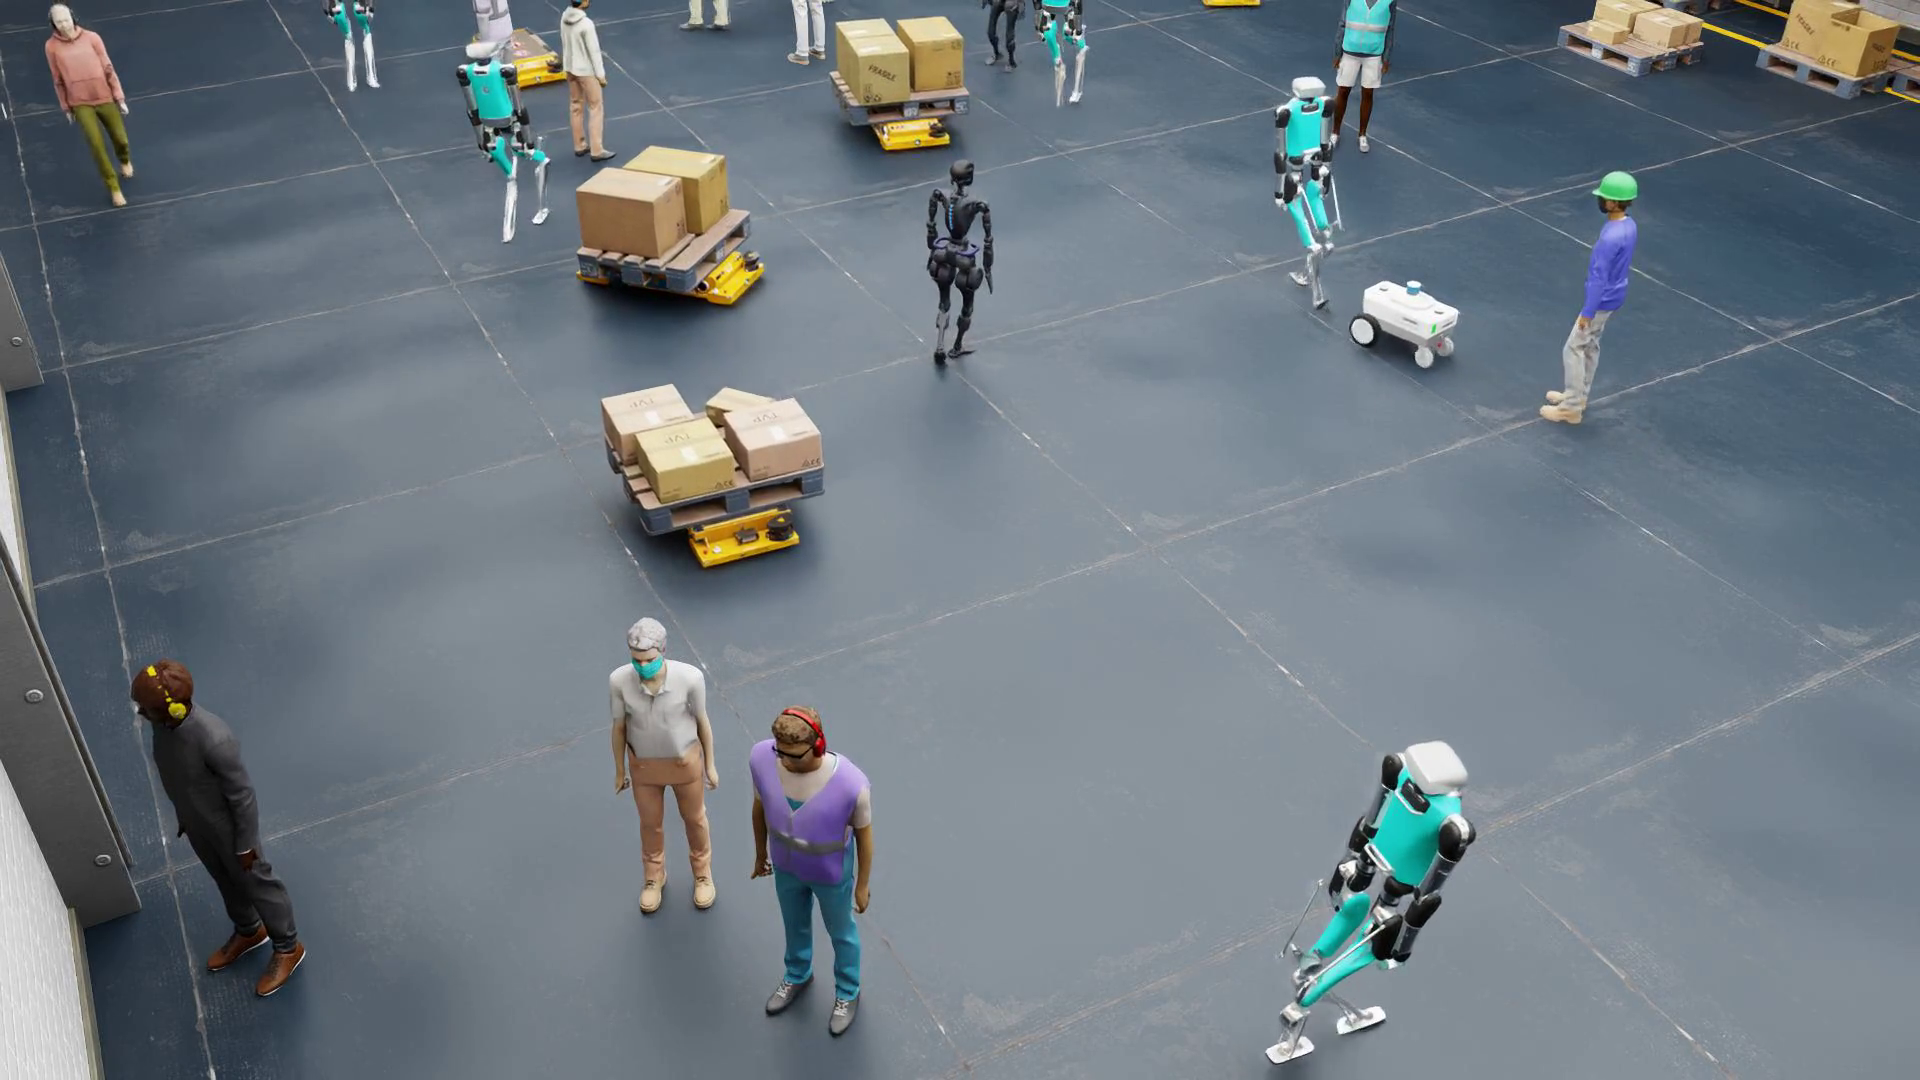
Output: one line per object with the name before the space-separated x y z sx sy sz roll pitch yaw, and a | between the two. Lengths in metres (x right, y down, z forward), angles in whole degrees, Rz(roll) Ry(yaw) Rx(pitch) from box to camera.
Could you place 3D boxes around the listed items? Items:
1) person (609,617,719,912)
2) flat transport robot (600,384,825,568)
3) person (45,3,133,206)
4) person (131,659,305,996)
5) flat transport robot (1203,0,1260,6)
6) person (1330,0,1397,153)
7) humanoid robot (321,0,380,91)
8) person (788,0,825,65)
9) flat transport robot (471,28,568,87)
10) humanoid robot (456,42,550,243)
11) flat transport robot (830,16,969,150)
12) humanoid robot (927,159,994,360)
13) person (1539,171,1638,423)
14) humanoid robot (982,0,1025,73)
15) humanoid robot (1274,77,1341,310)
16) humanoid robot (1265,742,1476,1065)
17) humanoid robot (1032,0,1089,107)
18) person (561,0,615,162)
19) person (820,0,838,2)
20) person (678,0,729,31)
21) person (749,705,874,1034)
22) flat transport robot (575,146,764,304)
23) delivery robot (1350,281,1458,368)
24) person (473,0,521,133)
person | -1.400 1.065 7.906 0.494 1.744 0.301 -2 35 -3
flat transport robot | -1.635 -0.326 11.181 0.659 0.231 1.431 -15 38 -20
person | -7.851 -3.978 15.045 0.547 1.821 0.651 -15 38 -21
person | -3.344 1.281 7.491 0.492 1.872 0.356 19 39 25
flat transport robot | 3.252 -6.904 20.572 0.659 0.231 1.431 -2 35 -3
person | 3.864 -4.700 15.970 0.548 1.941 0.419 6 36 9
humanoid robot | -6.399 -5.640 17.481 0.545 1.770 0.678 -5 35 -7
person | -1.700 -6.137 18.072 0.574 1.884 0.356 -29 44 -35
flat transport robot | -4.874 -5.320 18.311 0.659 0.231 1.431 -18 39 -24
humanoid robot | -3.901 -3.531 14.501 0.561 1.780 0.886 6 35 8
flat transport robot | -0.611 -4.320 16.884 0.659 0.231 1.431 -9 36 -13
humanoid robot | -0.039 -2.073 12.466 0.588 1.635 0.485 16 38 21
person | 4.495 -1.701 11.765 0.374 1.869 0.490 17 38 23
humanoid robot | 0.493 -5.855 17.856 0.590 1.642 0.367 24 41 30
humanoid robot | 2.884 -2.712 13.374 0.559 1.841 0.879 -15 38 -20
humanoid robot | 1.595 1.651 7.088 0.942 1.750 0.544 -13 37 -17
humanoid robot | 1.079 -5.254 17.028 0.534 1.844 0.842 16 38 21
person | -3.561 -4.461 15.864 0.472 1.658 0.420 27 43 33
person | -1.647 -7.381 19.796 0.439 1.939 0.635 -24 42 -31
person | -3.005 -6.729 18.964 0.680 1.821 0.579 5 35 7
person | -0.640 1.420 7.317 0.568 1.840 0.373 14 37 19
flat transport robot | -2.439 -2.294 13.991 1.431 0.231 0.659 11 37 15
delivery robot | 3.474 -1.726 12.926 0.499 0.589 0.784 -27 43 -33
person | -4.608 -4.973 16.375 0.389 1.927 0.549 5 35 7
